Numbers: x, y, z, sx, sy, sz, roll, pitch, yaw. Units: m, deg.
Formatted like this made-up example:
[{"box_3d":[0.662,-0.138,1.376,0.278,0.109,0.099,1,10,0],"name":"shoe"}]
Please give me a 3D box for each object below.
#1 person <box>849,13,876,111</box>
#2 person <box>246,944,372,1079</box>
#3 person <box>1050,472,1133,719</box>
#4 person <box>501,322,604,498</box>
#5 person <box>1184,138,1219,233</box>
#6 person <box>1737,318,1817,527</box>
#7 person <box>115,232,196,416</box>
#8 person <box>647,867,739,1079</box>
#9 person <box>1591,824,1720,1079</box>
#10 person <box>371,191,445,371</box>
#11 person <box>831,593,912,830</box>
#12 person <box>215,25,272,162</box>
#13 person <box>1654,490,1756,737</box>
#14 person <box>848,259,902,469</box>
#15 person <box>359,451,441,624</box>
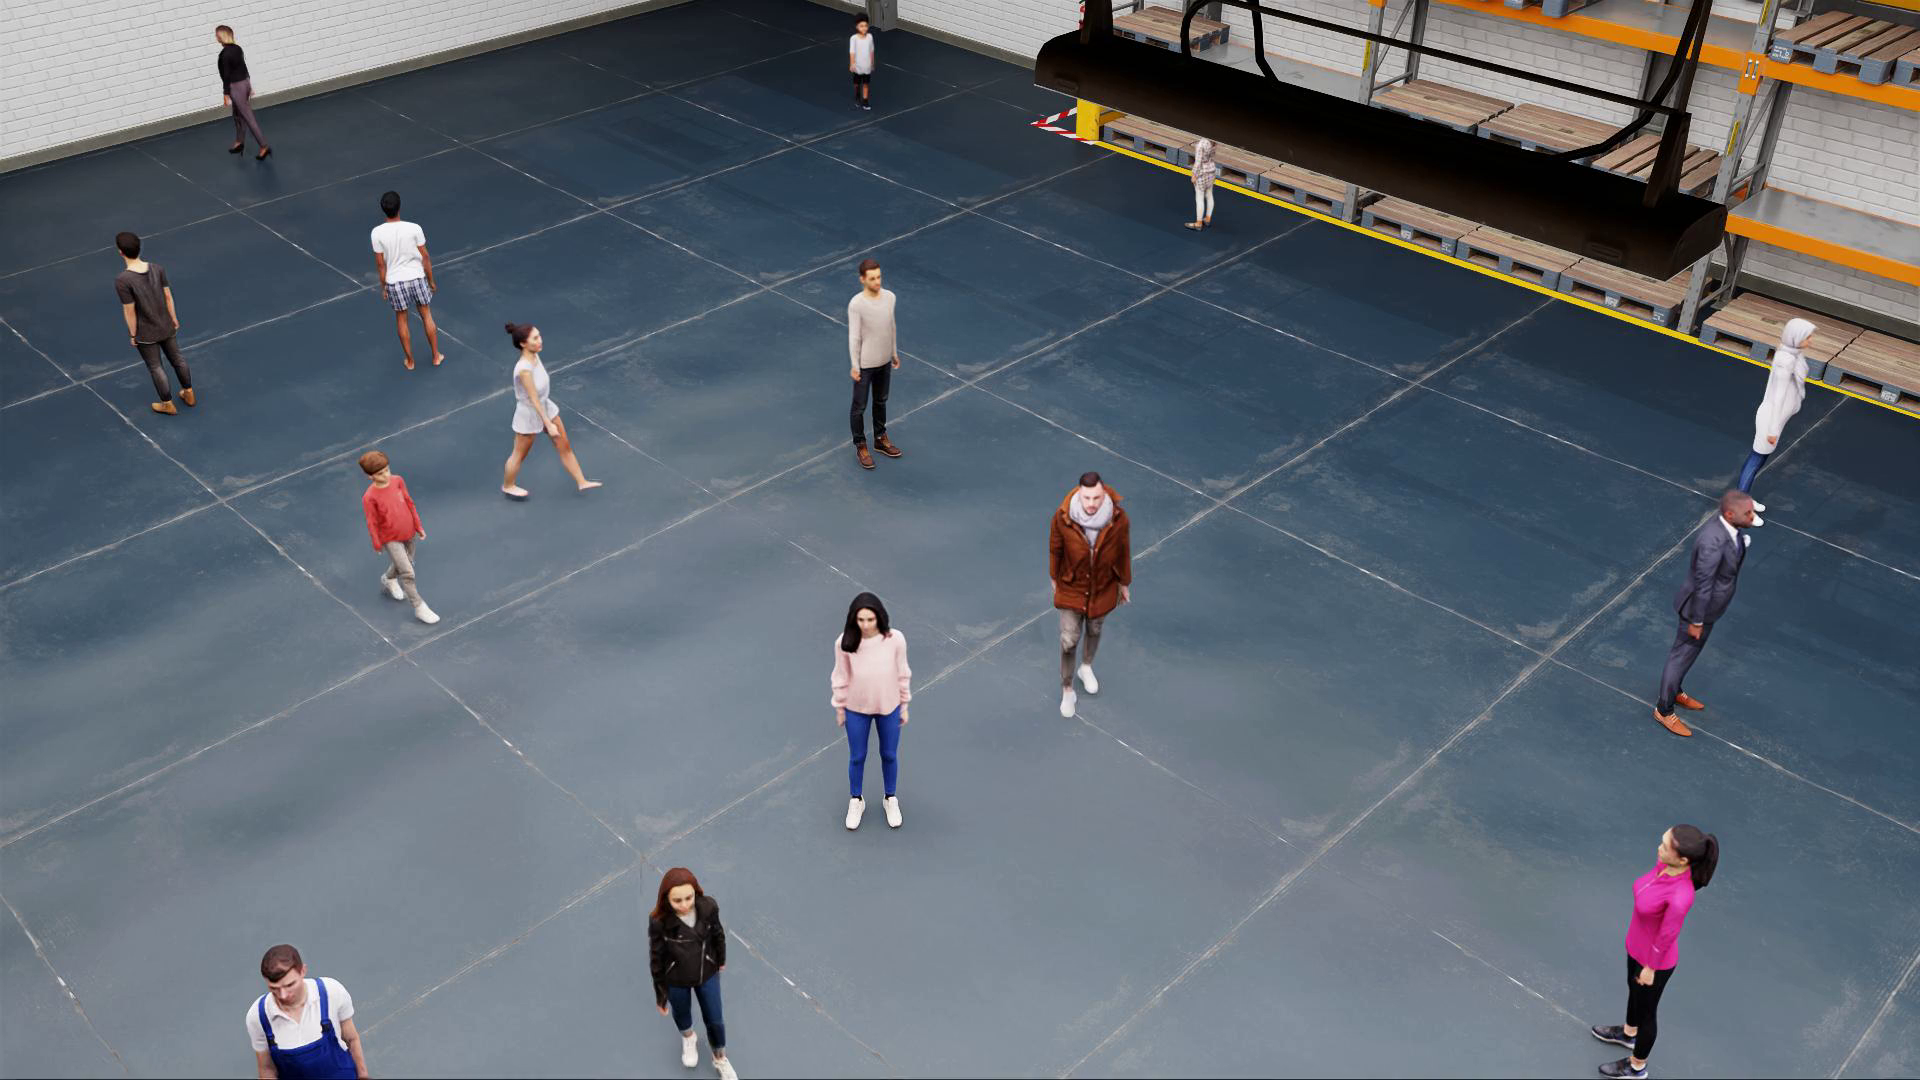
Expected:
[{"box_3d":[-1.308,-6.335,21.956,0.613,1.254,0.672,-10,35,-15],"name":"person"},{"box_3d":[-3.065,2.600,7.974,0.707,1.850,0.688,-14,36,-20],"name":"person"},{"box_3d":[0.865,0.280,11.494,0.927,1.817,0.992,-5,34,-8],"name":"person"},{"box_3d":[-3.576,-1.015,13.677,1.131,1.559,1.012,3,34,5],"name":"person"},{"box_3d":[2.734,-4.096,18.534,0.514,1.313,0.510,-29,43,-36],"name":"person"},{"box_3d":[6.541,-0.970,13.412,0.615,1.777,0.664,18,37,24],"name":"person"},{"box_3d":[-7.259,-1.947,14.938,0.585,1.714,0.656,22,39,29],"name":"person"},{"box_3d":[-1.460,2.241,8.862,0.720,1.465,0.805,-11,35,-16],"name":"person"},{"box_3d":[3.667,2.159,8.776,0.717,1.698,0.676,5,34,8],"name":"person"},{"box_3d":[-5.217,-2.433,15.656,0.719,1.731,0.695,-10,35,-15],"name":"person"},{"box_3d":[-0.544,1.054,10.375,0.725,1.768,0.770,-2,34,-3],"name":"person"},{"box_3d":[-8.658,-5.408,20.201,0.946,1.653,0.881,1,34,1],"name":"person"},{"box_3d":[5.018,0.442,11.245,0.658,1.824,0.721,22,39,29],"name":"person"},{"box_3d":[-0.748,-1.536,14.181,0.671,1.868,0.604,-24,41,-32],"name":"person"},{"box_3d":[-4.238,-0.072,12.398,0.956,1.404,0.660,18,38,25],"name":"person"}]
